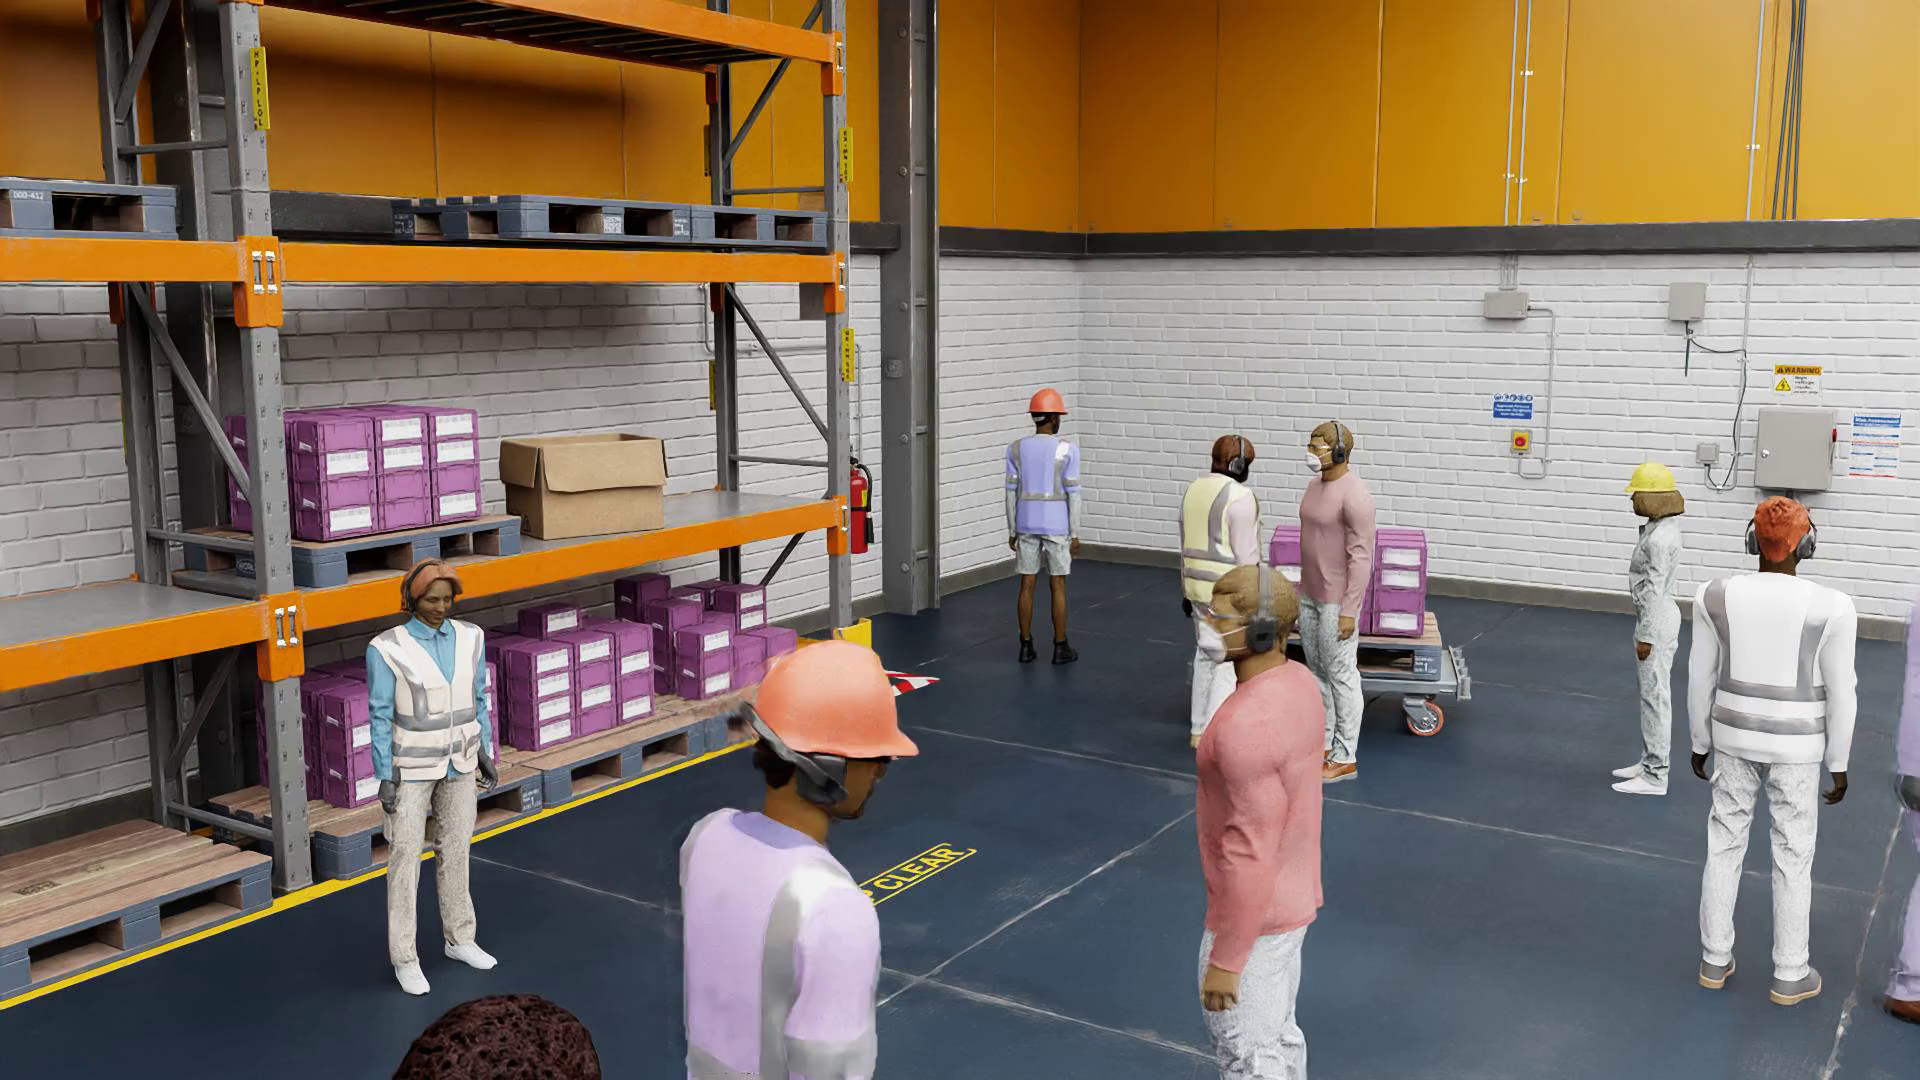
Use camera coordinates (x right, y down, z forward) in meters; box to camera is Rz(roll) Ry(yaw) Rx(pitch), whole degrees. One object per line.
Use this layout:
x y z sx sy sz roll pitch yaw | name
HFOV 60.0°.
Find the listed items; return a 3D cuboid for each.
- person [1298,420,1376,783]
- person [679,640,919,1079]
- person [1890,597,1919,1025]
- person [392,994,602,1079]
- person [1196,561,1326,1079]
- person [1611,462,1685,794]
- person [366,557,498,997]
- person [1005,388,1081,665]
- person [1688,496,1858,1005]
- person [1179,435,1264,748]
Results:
1.981 0.326 8.927 0.371 1.941 0.627 -2 9 -14 | person
-0.258 1.174 3.189 0.776 2.004 0.596 -8 12 -41 | person
3.659 0.809 6.033 0.687 1.885 0.431 -6 10 -33 | person
-0.436 1.420 1.926 0.387 1.910 0.595 -6 10 -33 | person
0.780 1.013 4.462 0.364 1.939 0.636 3 9 21 | person
3.604 0.459 8.723 0.321 1.738 0.484 4 10 24 | person
-1.999 0.876 6.322 0.310 1.640 0.514 7 11 38 | person
0.589 -0.092 11.658 0.547 1.934 0.376 3 9 20 | person
3.003 0.775 6.184 0.574 1.887 0.356 7 11 38 | person
1.434 0.330 9.299 0.525 1.822 0.767 -4 9 -22 | person
